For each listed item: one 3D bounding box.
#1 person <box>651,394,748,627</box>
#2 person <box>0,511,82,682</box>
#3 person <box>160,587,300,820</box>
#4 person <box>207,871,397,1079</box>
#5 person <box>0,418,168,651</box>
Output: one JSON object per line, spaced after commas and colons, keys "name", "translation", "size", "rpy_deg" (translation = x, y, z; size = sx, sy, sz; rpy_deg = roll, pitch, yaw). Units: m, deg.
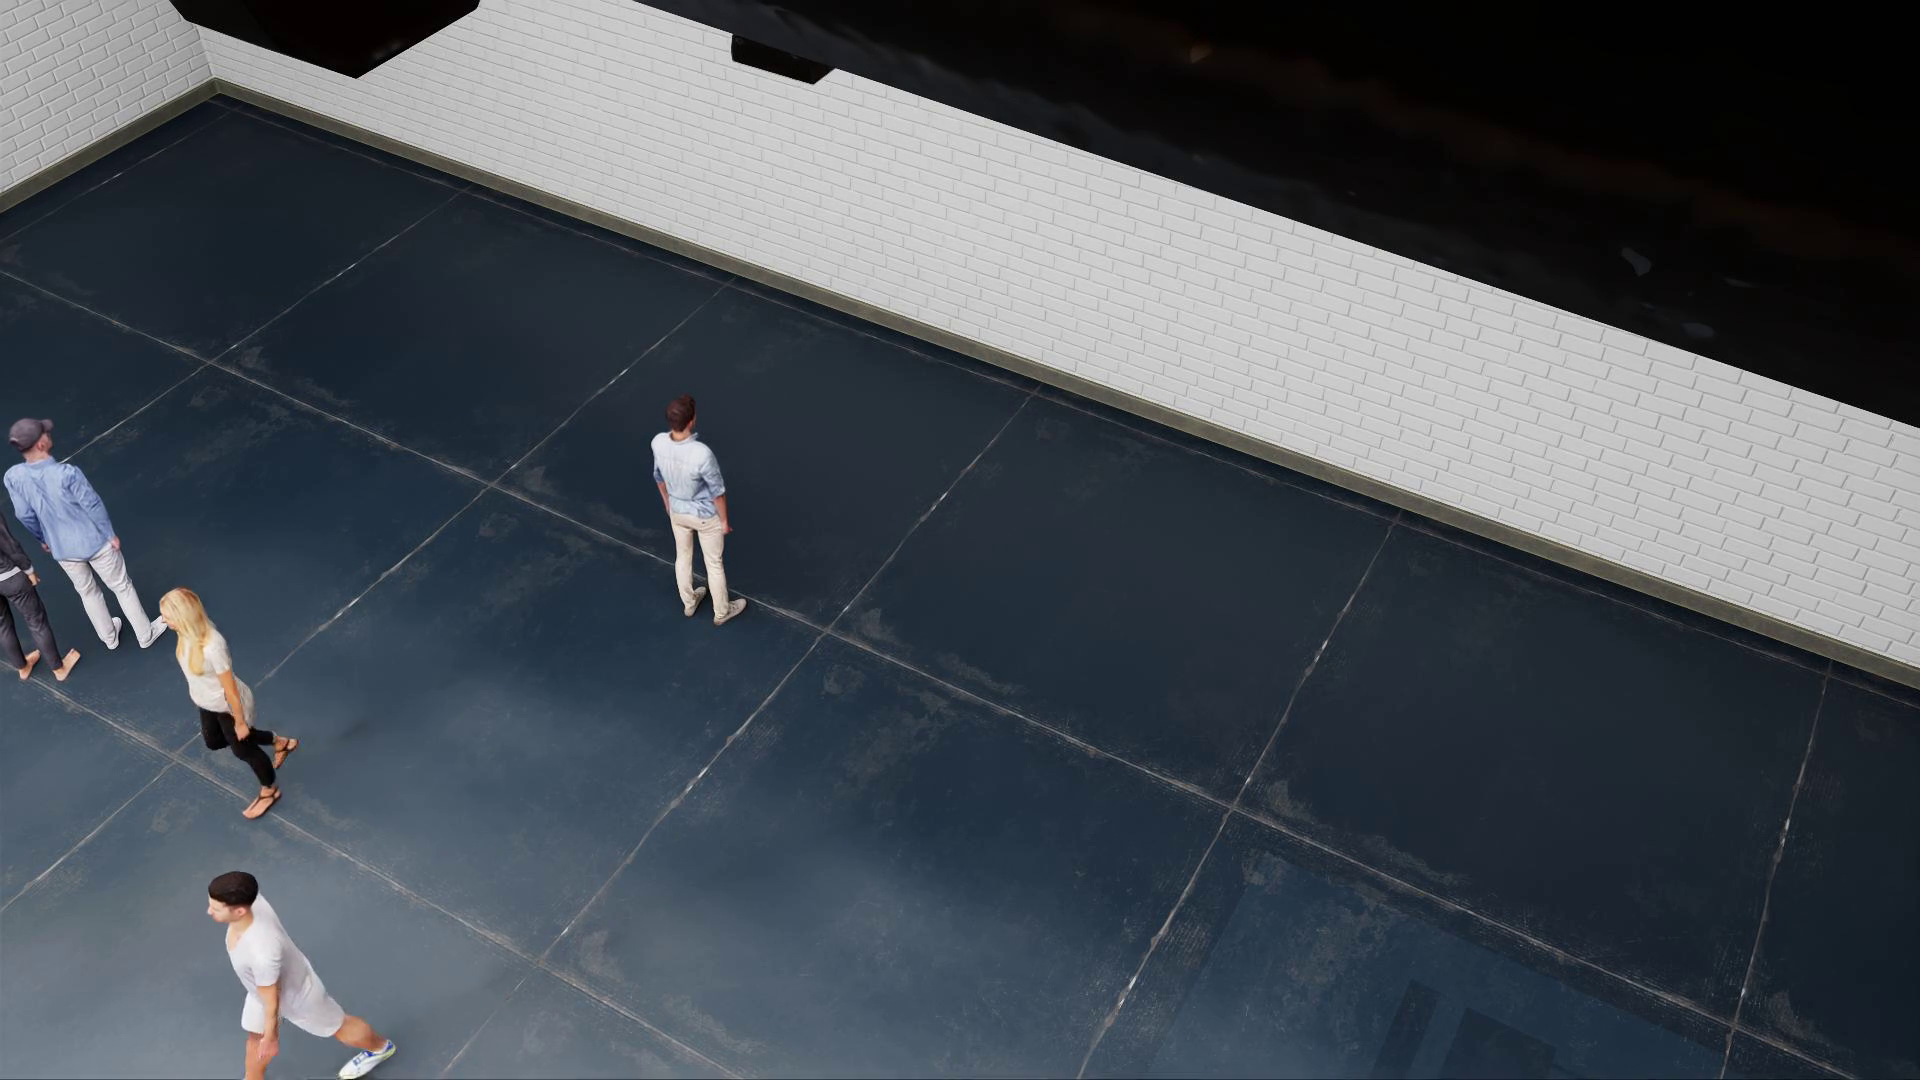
{"name": "person", "translation": [-1.740, -0.193, 10.885], "size": [0.668, 1.847, 0.554], "rpy_deg": [18, 46, 18]}
{"name": "person", "translation": [-6.098, 0.219, 10.510], "size": [0.675, 1.768, 0.690], "rpy_deg": [-2, 44, -2]}
{"name": "person", "translation": [-4.220, 0.899, 9.762], "size": [0.661, 1.815, 0.766], "rpy_deg": [29, 51, 27]}
{"name": "person", "translation": [-3.293, 2.217, 8.385], "size": [1.288, 1.807, 1.046], "rpy_deg": [-24, 49, -23]}
{"name": "person", "translation": [-5.653, -0.011, 10.668], "size": [0.744, 1.884, 0.755], "rpy_deg": [-2, 44, -2]}
